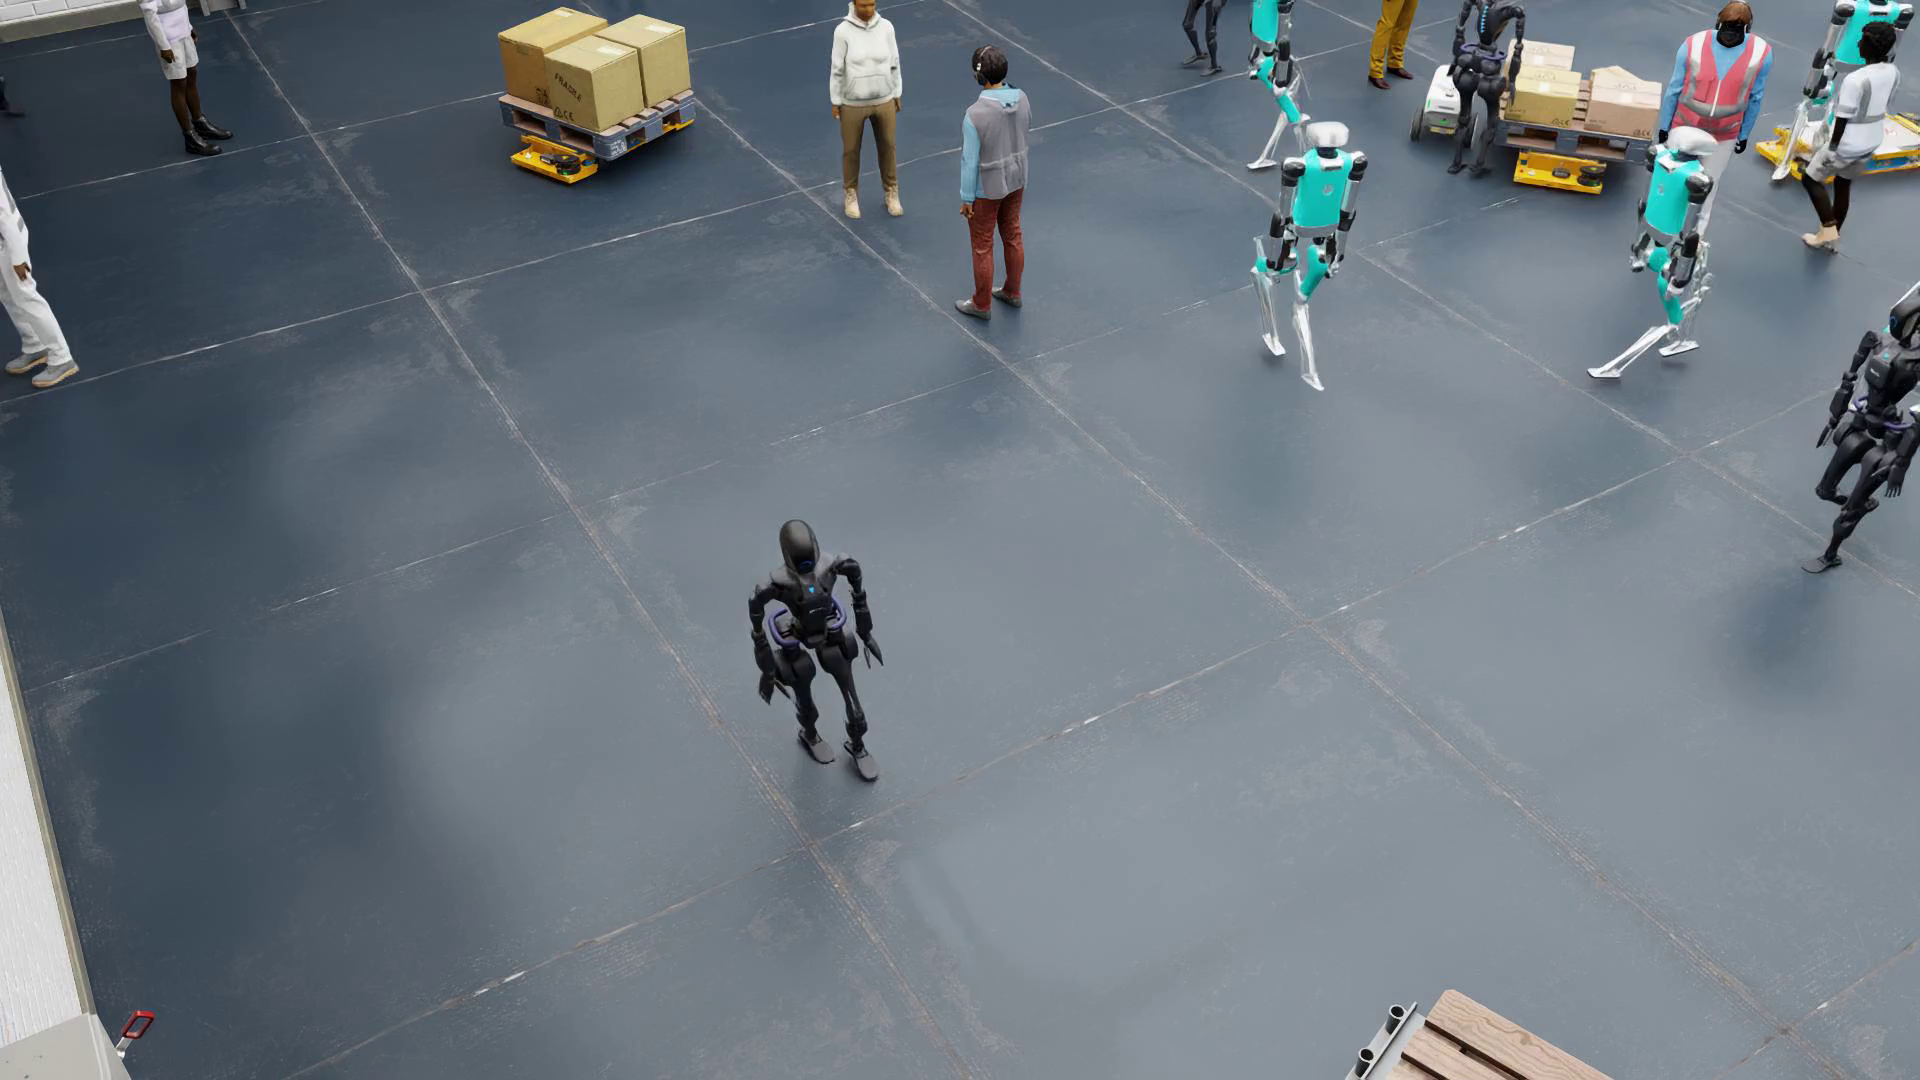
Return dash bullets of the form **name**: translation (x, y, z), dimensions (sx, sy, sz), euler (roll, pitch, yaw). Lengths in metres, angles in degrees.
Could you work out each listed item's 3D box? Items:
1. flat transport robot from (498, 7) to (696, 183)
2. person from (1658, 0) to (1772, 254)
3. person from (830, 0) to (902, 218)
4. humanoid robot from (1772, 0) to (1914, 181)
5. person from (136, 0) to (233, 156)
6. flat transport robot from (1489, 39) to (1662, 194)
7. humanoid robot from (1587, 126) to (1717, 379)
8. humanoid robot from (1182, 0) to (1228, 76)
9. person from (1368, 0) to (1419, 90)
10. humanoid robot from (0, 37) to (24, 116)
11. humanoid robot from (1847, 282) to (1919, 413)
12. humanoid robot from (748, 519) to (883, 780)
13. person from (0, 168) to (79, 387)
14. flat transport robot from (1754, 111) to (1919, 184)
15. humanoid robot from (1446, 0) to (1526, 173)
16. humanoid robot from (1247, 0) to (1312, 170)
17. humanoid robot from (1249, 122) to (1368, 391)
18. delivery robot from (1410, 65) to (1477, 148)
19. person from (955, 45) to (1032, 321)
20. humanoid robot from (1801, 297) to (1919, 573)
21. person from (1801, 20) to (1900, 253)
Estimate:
- **flat transport robot**: translation (-2.881, -3.293, 13.446), dimensions (0.659, 0.231, 1.431), euler (23, 44, 27)
- **person**: translation (5.233, -2.893, 11.690), dimensions (0.628, 1.835, 0.431), euler (13, 40, 16)
- **person**: translation (-0.690, -3.208, 12.142), dimensions (0.532, 1.759, 0.367), euler (-9, 39, -12)
- **humanoid robot**: translation (6.540, -3.425, 12.457), dimensions (0.530, 1.795, 0.813), euler (5, 39, 6)
- **person**: translation (-6.126, -3.971, 12.961), dimensions (0.352, 1.938, 0.544), euler (0, 38, 0)
- **flat transport robot**: translation (4.844, -3.186, 13.311), dimensions (0.659, 0.231, 1.431), euler (13, 40, 15)
- **humanoid robot**: translation (4.549, -1.772, 10.377), dimensions (1.041, 1.748, 0.531), euler (-10, 40, -13)
- **humanoid robot**: translation (2.124, -4.758, 14.171), dimensions (0.402, 1.639, 0.589), euler (-17, 41, -20)
- **person**: translation (3.765, -4.705, 14.032), dimensions (0.534, 1.754, 0.338), euler (-29, 47, -31)
- **humanoid robot**: translation (-8.090, -4.124, 13.360), dimensions (0.601, 1.643, 0.394), euler (-24, 44, -27)
- **humanoid robot**: translation (5.779, -1.395, 9.918), dimensions (0.993, 1.776, 0.531), euler (-16, 41, -19)
- **humanoid robot**: translation (-0.669, 0.469, 7.582), dimensions (0.621, 1.626, 0.541), euler (-17, 41, -20)
- **person**: translation (-5.971, -1.831, 10.308), dimensions (0.582, 1.878, 0.362), euler (26, 45, 29)
- **flat transport robot**: translation (7.151, -3.118, 13.225), dimensions (1.431, 0.231, 0.659), euler (-9, 39, -12)
- **humanoid robot**: translation (3.982, -3.589, 12.686), dimensions (0.609, 1.656, 0.324), euler (32, 48, 33)
- **humanoid robot**: translation (2.532, -3.569, 12.701), dimensions (0.780, 1.893, 0.546), euler (-13, 40, -15)
- **humanoid robot**: translation (2.112, -1.852, 10.467), dimensions (0.538, 1.798, 0.835), euler (-8, 39, -10)
- **delivery robot**: translation (3.999, -3.586, 13.573), dimensions (0.499, 0.577, 0.769), euler (13, 40, 15)
- **person**: translation (0.231, -2.317, 10.928), dimensions (0.534, 1.872, 0.416), euler (-28, 46, -31)
- **humanoid robot**: translation (4.940, -0.556, 8.871), dimensions (0.545, 1.642, 0.597), euler (-13, 40, -16)
- **person**: translation (6.239, -2.797, 11.680), dimensions (0.578, 1.674, 0.378), euler (-21, 43, -24)
